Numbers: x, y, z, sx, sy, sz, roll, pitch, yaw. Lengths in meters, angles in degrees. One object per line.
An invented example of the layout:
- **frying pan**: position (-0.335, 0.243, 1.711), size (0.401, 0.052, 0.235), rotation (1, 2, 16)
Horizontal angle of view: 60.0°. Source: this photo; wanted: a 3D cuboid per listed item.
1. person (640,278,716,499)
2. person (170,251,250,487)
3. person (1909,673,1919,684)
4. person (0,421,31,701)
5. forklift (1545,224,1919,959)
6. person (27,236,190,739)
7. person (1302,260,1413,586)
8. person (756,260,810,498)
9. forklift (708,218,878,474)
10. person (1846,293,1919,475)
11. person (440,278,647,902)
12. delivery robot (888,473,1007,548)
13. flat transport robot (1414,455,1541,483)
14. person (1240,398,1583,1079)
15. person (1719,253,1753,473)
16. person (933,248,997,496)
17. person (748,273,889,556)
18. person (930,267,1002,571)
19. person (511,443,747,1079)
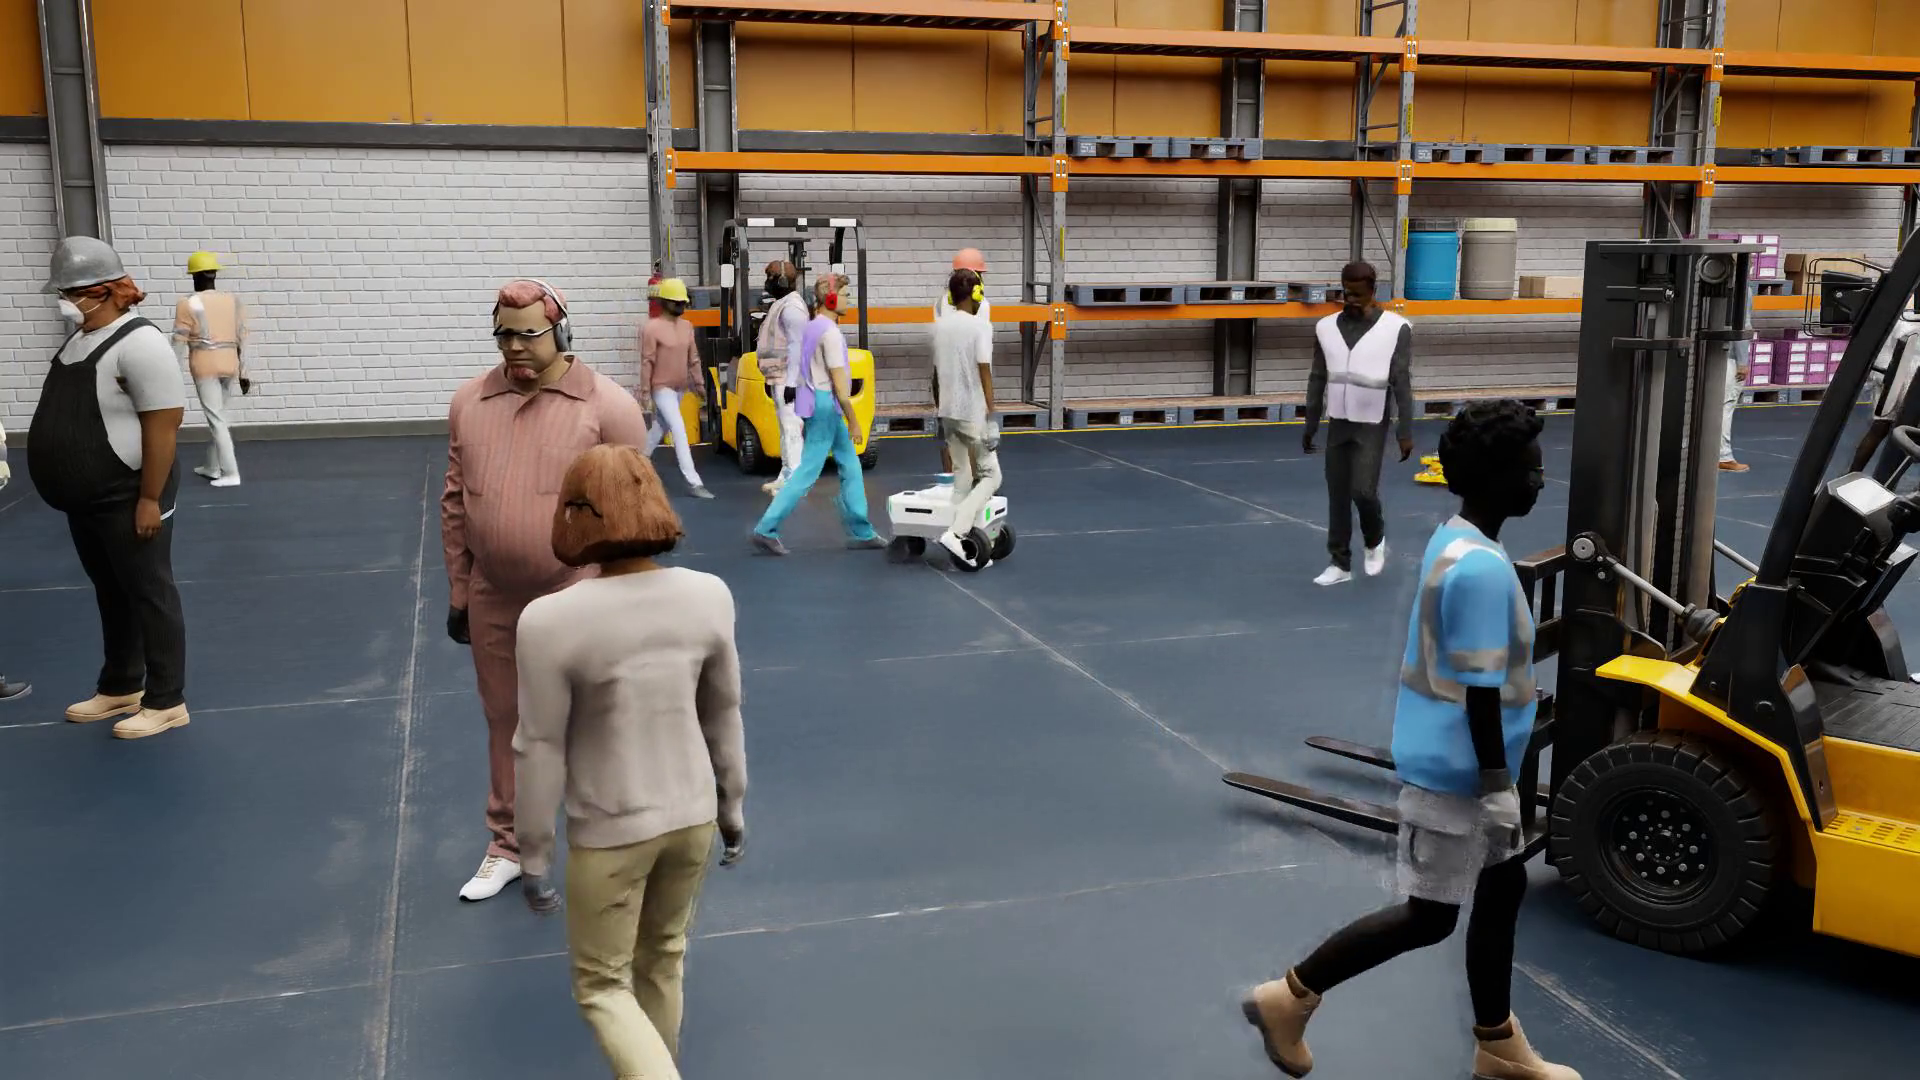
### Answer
- **person**: position (-2.305, -1.193, 13.046), size (0.938, 1.716, 0.541), rotation (6, 12, 31)
- **person**: position (-6.175, -1.379, 13.529), size (0.792, 1.900, 0.599), rotation (5, 11, 25)
- **person**: position (4.793, -0.244, 7.366), size (0.822, 1.878, 0.650), rotation (-1, 10, -7)
- **person**: position (-4.344, -0.190, 7.215), size (0.589, 1.827, 0.403), rotation (9, 14, 41)
- **forklift**: position (2.909, 0.117, 4.508), size (2.313, 2.155, 1.214), rotation (9, 14, 40)
- **person**: position (-3.472, -0.216, 6.757), size (0.673, 2.000, 0.535), rotation (8, 13, 38)
- **person**: position (2.291, -0.651, 9.550), size (0.701, 1.887, 0.471), rotation (9, 14, 42)
- **person**: position (-1.368, -1.247, 12.956), size (0.430, 1.845, 0.622), rotation (-2, 11, -13)
- **forklift**: position (-1.522, -1.778, 14.899), size (1.214, 2.155, 2.313), rotation (-3, 11, -17)
- **person**: position (7.233, -1.211, 12.590), size (0.946, 1.899, 0.685), rotation (3, 11, 18)
- **person**: position (-1.269, 0.169, 5.029), size (0.639, 1.903, 0.407), rotation (2, 10, 9)
- **delivery robot**: position (-0.080, -0.170, 10.321), size (0.707, 0.478, 0.477), rotation (4, 11, 22)
- **flat transport robot**: position (4.355, -0.639, 13.929), size (0.652, 0.197, 1.431), rotation (7, 12, 32)
- **person**: position (1.072, 0.498, 3.846), size (0.739, 1.672, 0.535), rotation (3, 11, 17)
- **person**: position (6.618, -1.556, 14.382), size (0.379, 1.940, 0.629), rotation (-1, 10, -4)
- **person**: position (0.054, -1.277, 12.858), size (0.552, 1.934, 0.373), rotation (10, 14, 42)
- **person**: position (-0.903, -0.788, 10.584), size (0.963, 1.805, 0.573), rotation (-2, 10, -10)
- **person**: position (0.043, -0.720, 10.072), size (0.465, 1.838, 0.605), rotation (-10, 14, -44)
- **person**: position (-0.648, 0.604, 3.440), size (0.521, 1.608, 0.701), rotation (-9, 14, -41)
